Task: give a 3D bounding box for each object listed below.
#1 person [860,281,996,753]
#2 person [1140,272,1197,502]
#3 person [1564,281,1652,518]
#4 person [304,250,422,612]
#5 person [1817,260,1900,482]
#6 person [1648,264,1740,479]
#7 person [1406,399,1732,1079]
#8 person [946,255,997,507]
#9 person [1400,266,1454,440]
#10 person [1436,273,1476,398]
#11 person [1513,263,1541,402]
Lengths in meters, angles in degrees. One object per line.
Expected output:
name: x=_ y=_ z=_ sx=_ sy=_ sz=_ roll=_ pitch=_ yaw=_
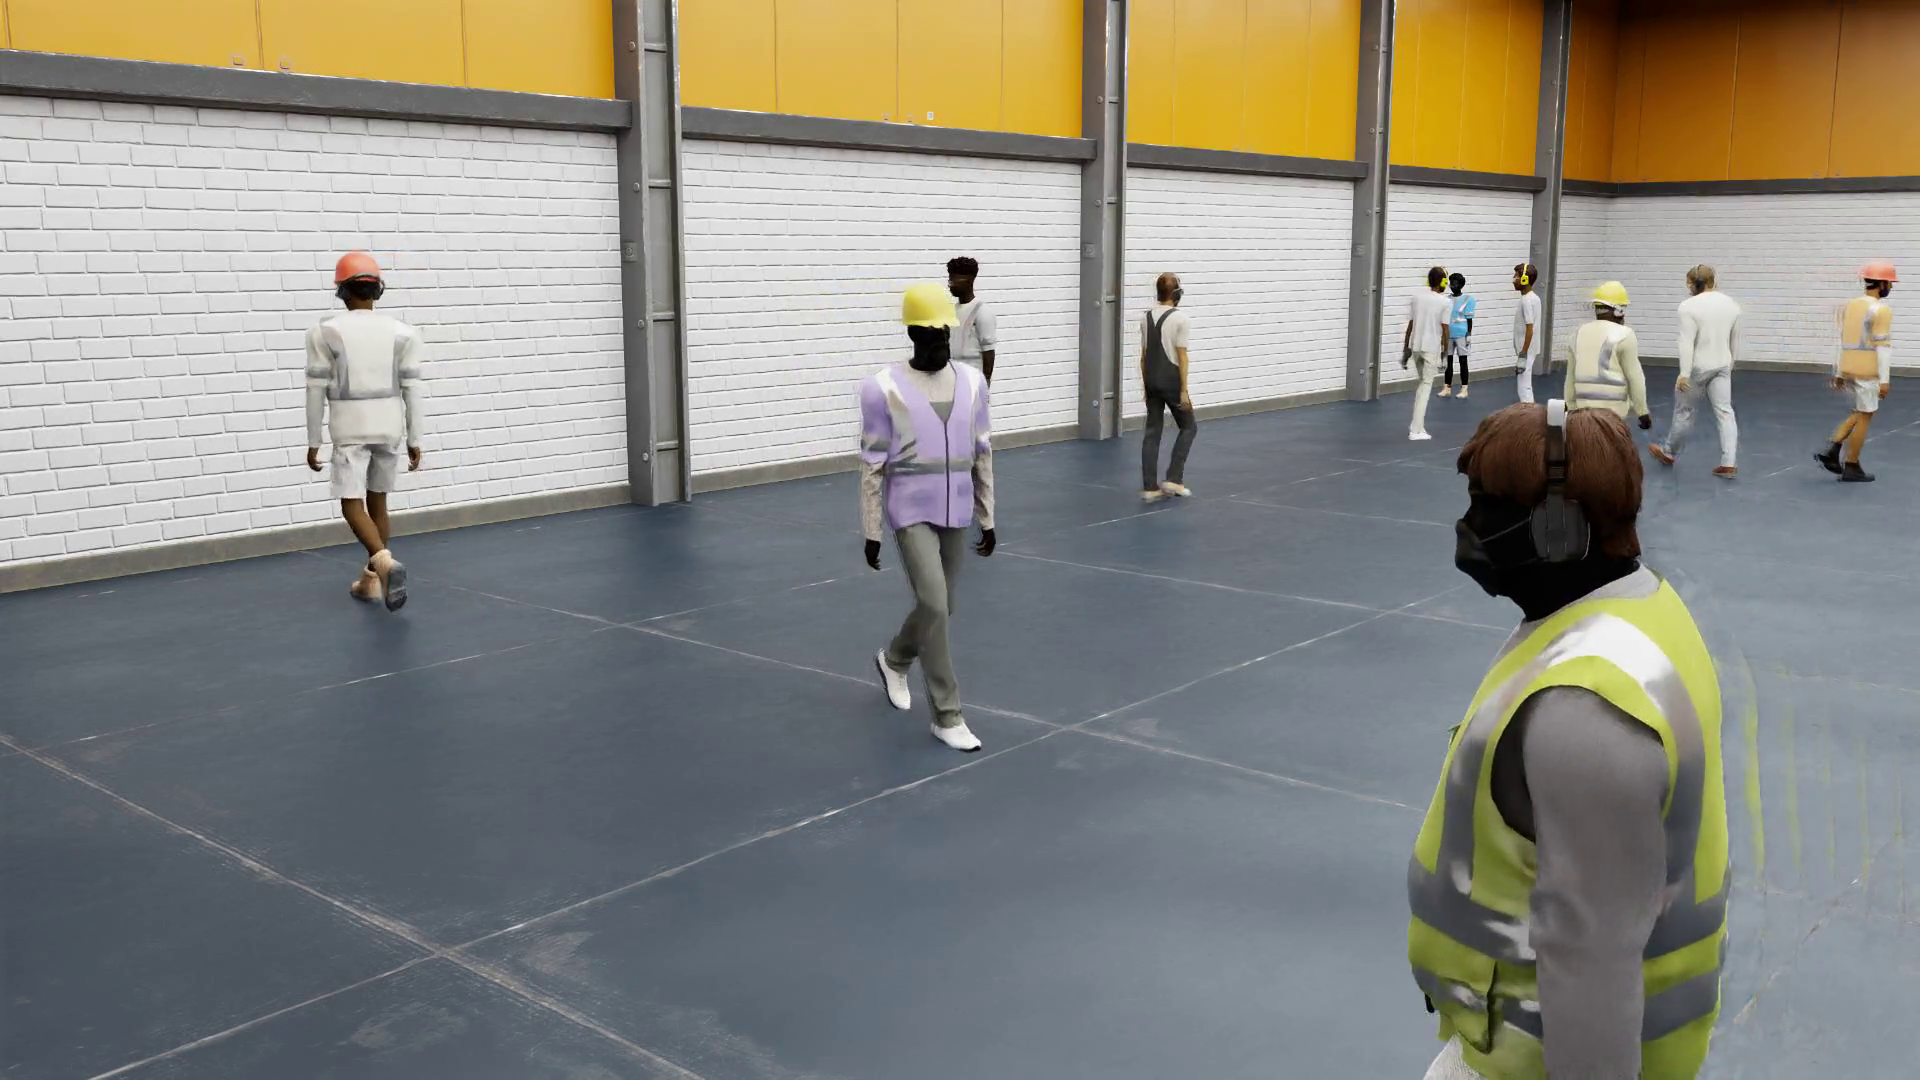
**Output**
person: x=-0.154 y=-0.131 z=6.947 sx=0.594 sy=1.894 sz=0.892 roll=-6 pitch=12 yaw=-32
person: x=1.667 y=-1.212 z=13.282 sx=0.578 sy=1.825 sz=0.537 roll=-9 pitch=13 yaw=-41
person: x=4.691 y=-0.983 z=12.129 sx=0.945 sy=1.788 sz=0.592 roll=-3 pitch=10 yaw=-18
person: x=-3.287 y=-0.596 z=9.255 sx=0.621 sy=2.022 sz=0.868 roll=-8 pitch=13 yaw=-37
person: x=7.807 y=-1.447 z=14.353 sx=0.444 sy=1.920 sz=0.577 roll=-1 pitch=10 yaw=-5
person: x=6.630 y=-1.518 z=14.894 sx=0.666 sy=1.865 sz=1.049 roll=-2 pitch=10 yaw=-11
person: x=0.770 y=0.701 z=2.458 sx=0.814 sy=1.813 sz=0.629 roll=5 pitch=11 yaw=28
person: x=0.053 y=-1.239 z=13.045 sx=0.362 sy=1.963 sz=0.614 roll=-6 pitch=11 yaw=-29
person: x=4.959 y=-1.976 z=17.649 sx=0.606 sy=1.830 sz=0.534 roll=-9 pitch=13 yaw=-40
person: x=6.697 y=-2.760 z=22.491 sx=0.319 sy=1.693 sz=0.530 roll=-9 pitch=14 yaw=-42
person: x=5.750 y=-1.879 z=16.967 sx=0.317 sy=1.870 sz=0.523 roll=4 pitch=11 yaw=23
